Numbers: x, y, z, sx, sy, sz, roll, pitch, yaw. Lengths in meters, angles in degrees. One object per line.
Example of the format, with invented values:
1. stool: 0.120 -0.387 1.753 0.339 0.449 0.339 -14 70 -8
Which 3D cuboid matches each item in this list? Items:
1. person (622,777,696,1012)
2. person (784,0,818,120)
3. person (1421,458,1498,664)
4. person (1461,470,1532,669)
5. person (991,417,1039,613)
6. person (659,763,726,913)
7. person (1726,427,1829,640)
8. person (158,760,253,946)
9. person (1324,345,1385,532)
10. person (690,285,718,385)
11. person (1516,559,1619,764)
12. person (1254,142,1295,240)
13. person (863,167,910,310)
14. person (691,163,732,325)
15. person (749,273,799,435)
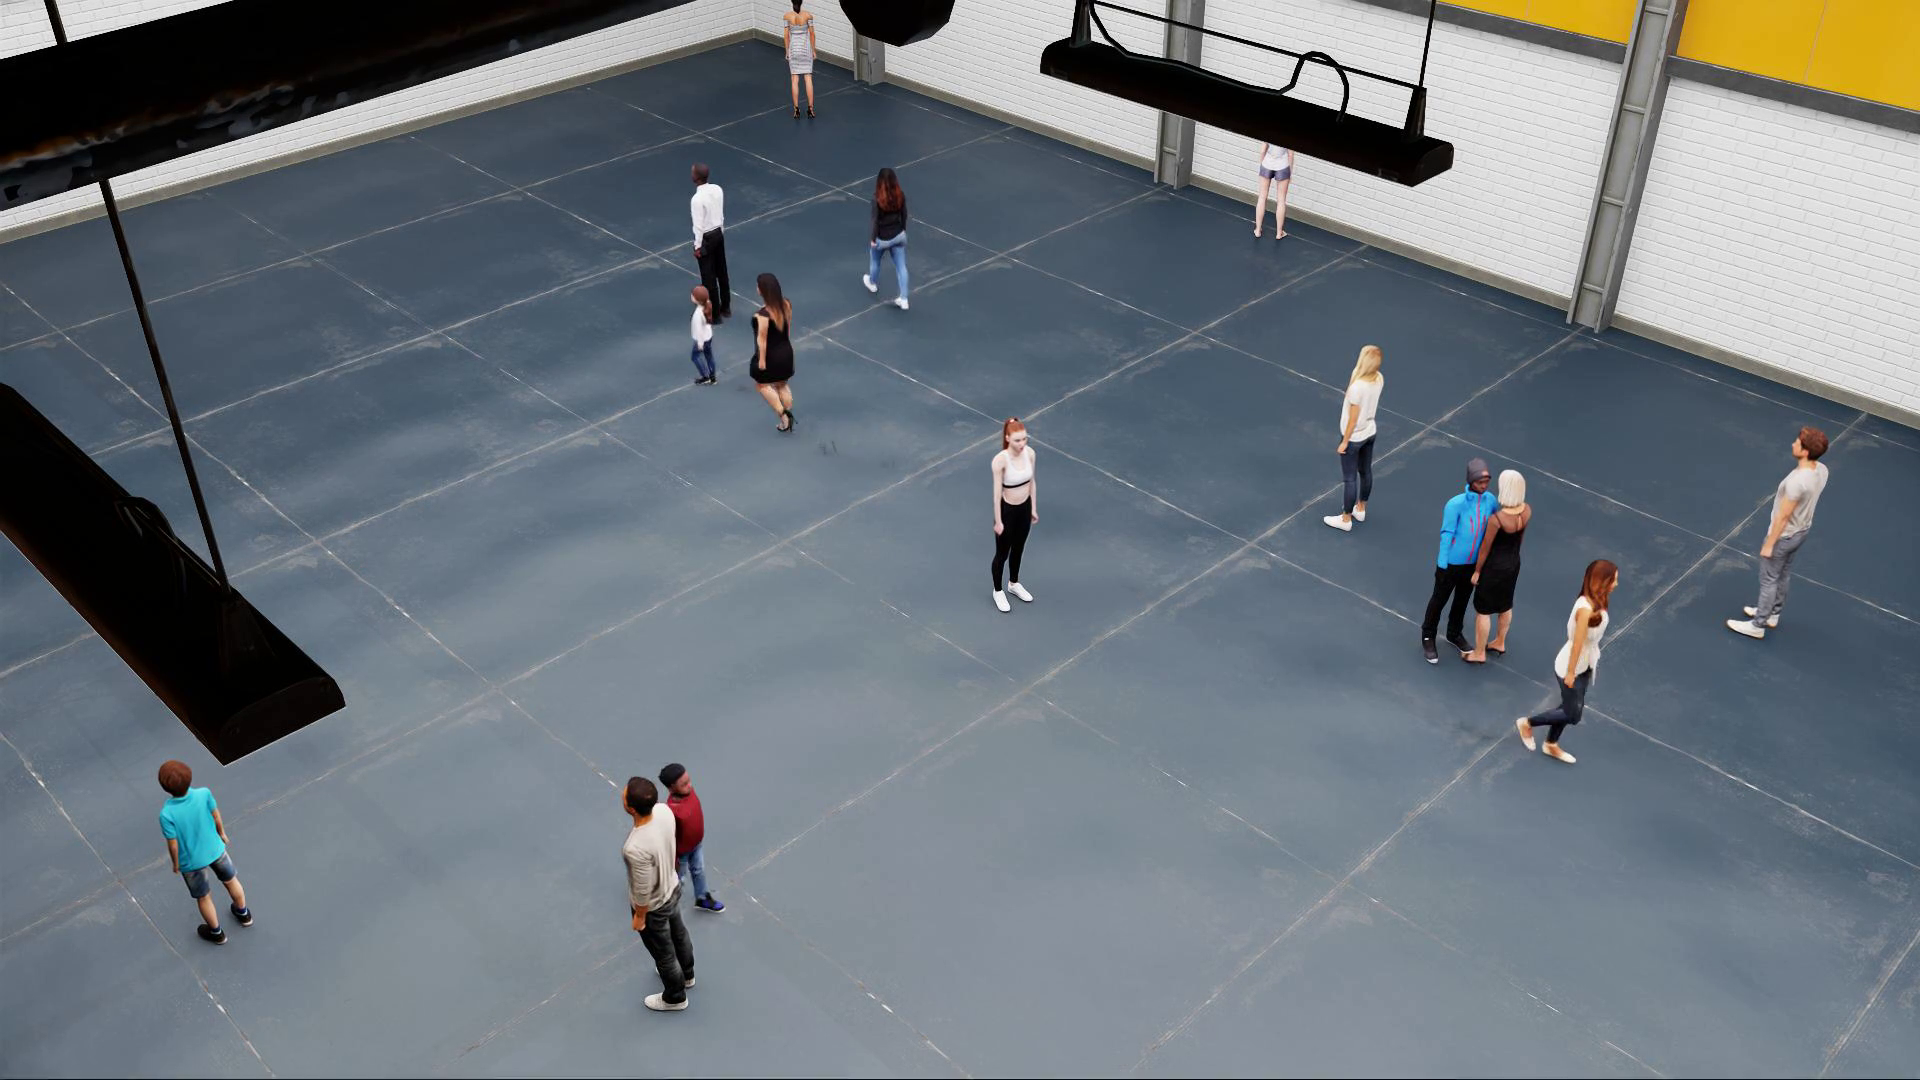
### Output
1. person: -1.848 2.162 10.177 0.727 1.811 0.736 8 34 11
2. person: -2.295 -6.968 23.903 0.680 1.822 0.732 -1 34 -2
3. person: 3.980 0.143 13.231 0.691 1.794 0.694 -10 35 -15
4. person: 4.264 0.232 13.145 0.638 1.740 0.624 -17 37 -24
5. person: 0.435 -0.226 13.833 0.620 1.740 0.573 -21 39 -29
6. person: -1.870 1.979 10.965 0.814 1.244 0.650 14 36 20
7. person: 6.686 -0.055 13.438 0.647 1.894 0.550 -27 42 -35
8. person: -4.911 2.000 10.747 0.510 1.449 0.551 22 40 30
9. person: 3.561 -0.912 14.804 0.594 1.809 0.510 -27 42 -34
10. person: -2.618 -2.113 17.244 0.592 1.108 0.545 8 34 12
11. person: 4.408 0.881 12.140 0.728 1.772 0.650 24 40 31
12. person: 3.848 -4.542 20.302 0.635 1.768 0.730 11 35 16
13. person: -0.752 -3.354 18.668 0.869 1.598 1.149 -17 37 -24
14. person: -2.755 -3.273 18.331 0.626 1.836 0.691 18 38 25
15. person: -1.735 -1.761 16.173 0.775 1.706 0.757 18 38 25
